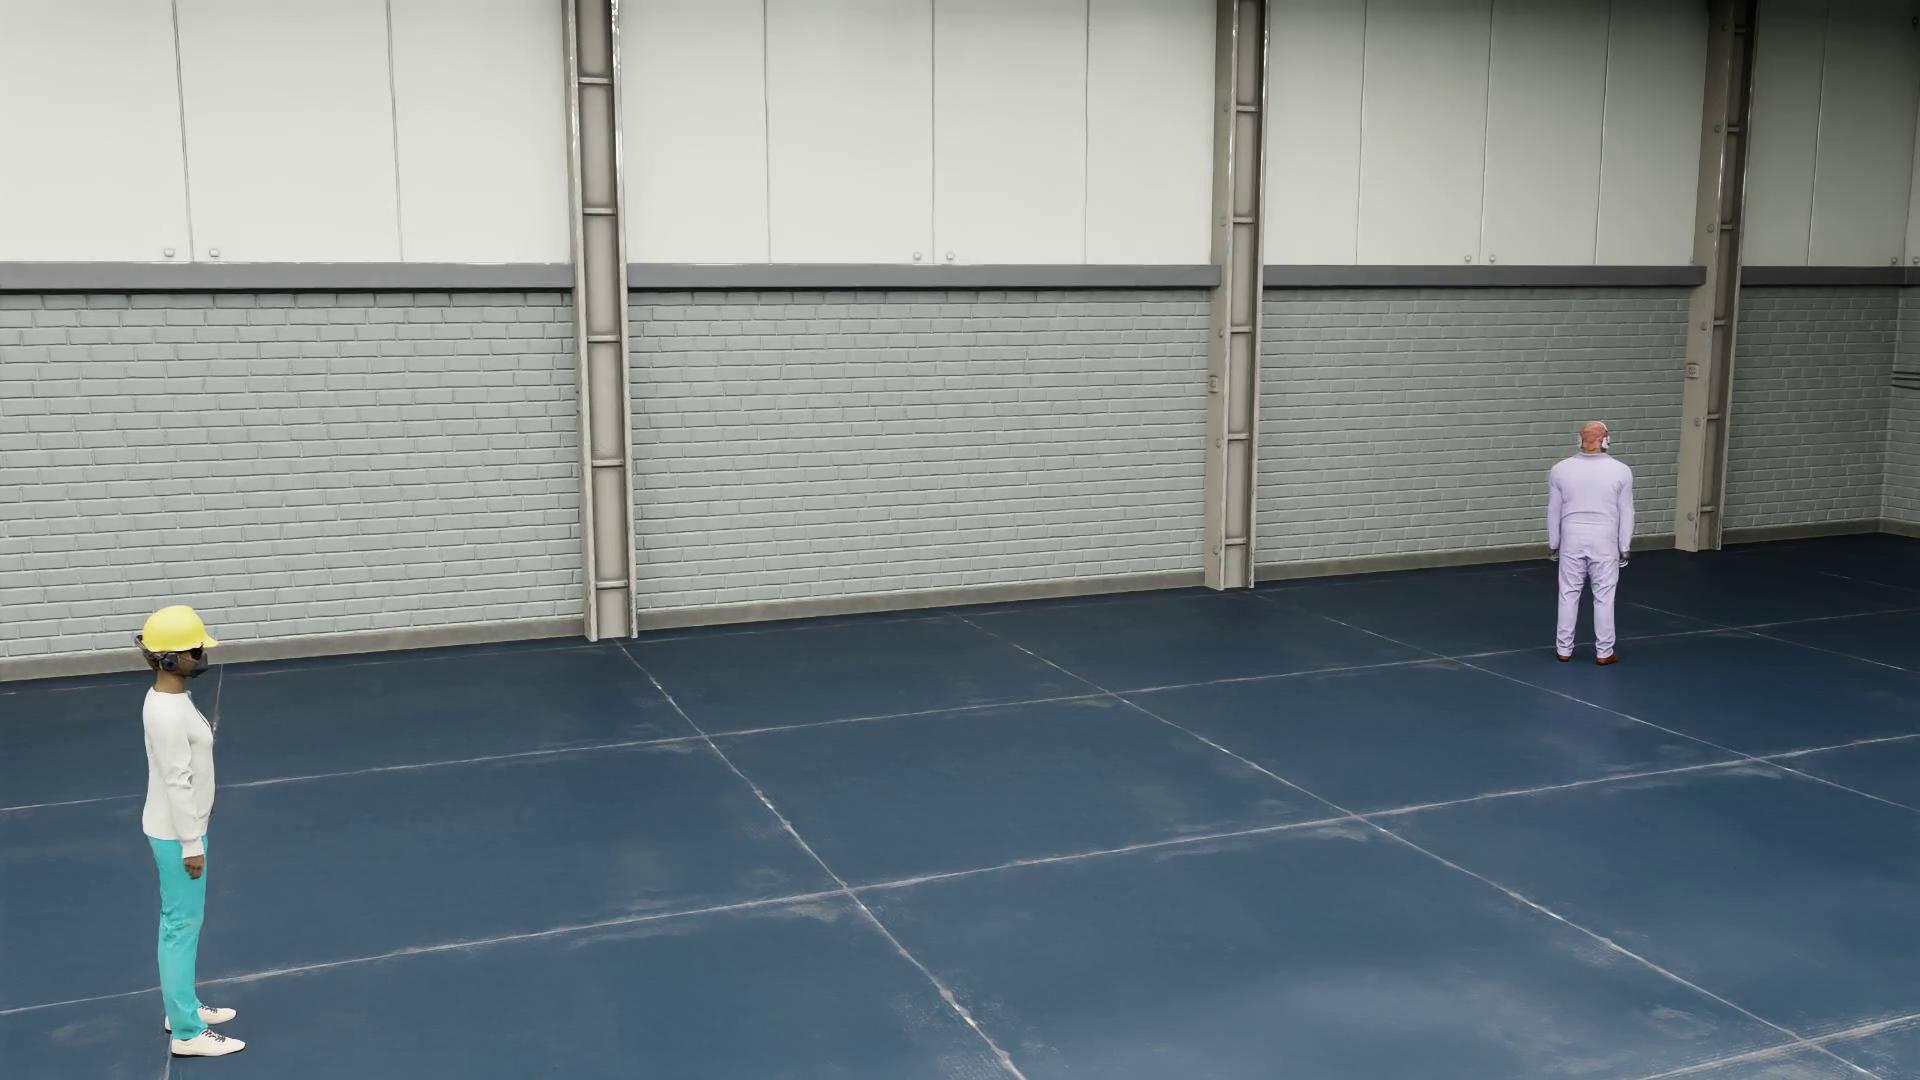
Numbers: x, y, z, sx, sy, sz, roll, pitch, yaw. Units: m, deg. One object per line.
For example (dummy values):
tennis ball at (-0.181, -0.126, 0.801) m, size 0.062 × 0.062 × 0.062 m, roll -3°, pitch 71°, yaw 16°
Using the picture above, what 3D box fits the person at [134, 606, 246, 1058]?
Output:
person at (-3.019, 1.127, 6.501) m, size 0.314 × 1.769 × 0.525 m, roll -5°, pitch 10°, yaw -27°

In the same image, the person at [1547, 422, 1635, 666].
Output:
person at (4.918, 0.027, 12.988) m, size 0.639 × 1.902 × 0.407 m, roll 5°, pitch 10°, yaw 29°
